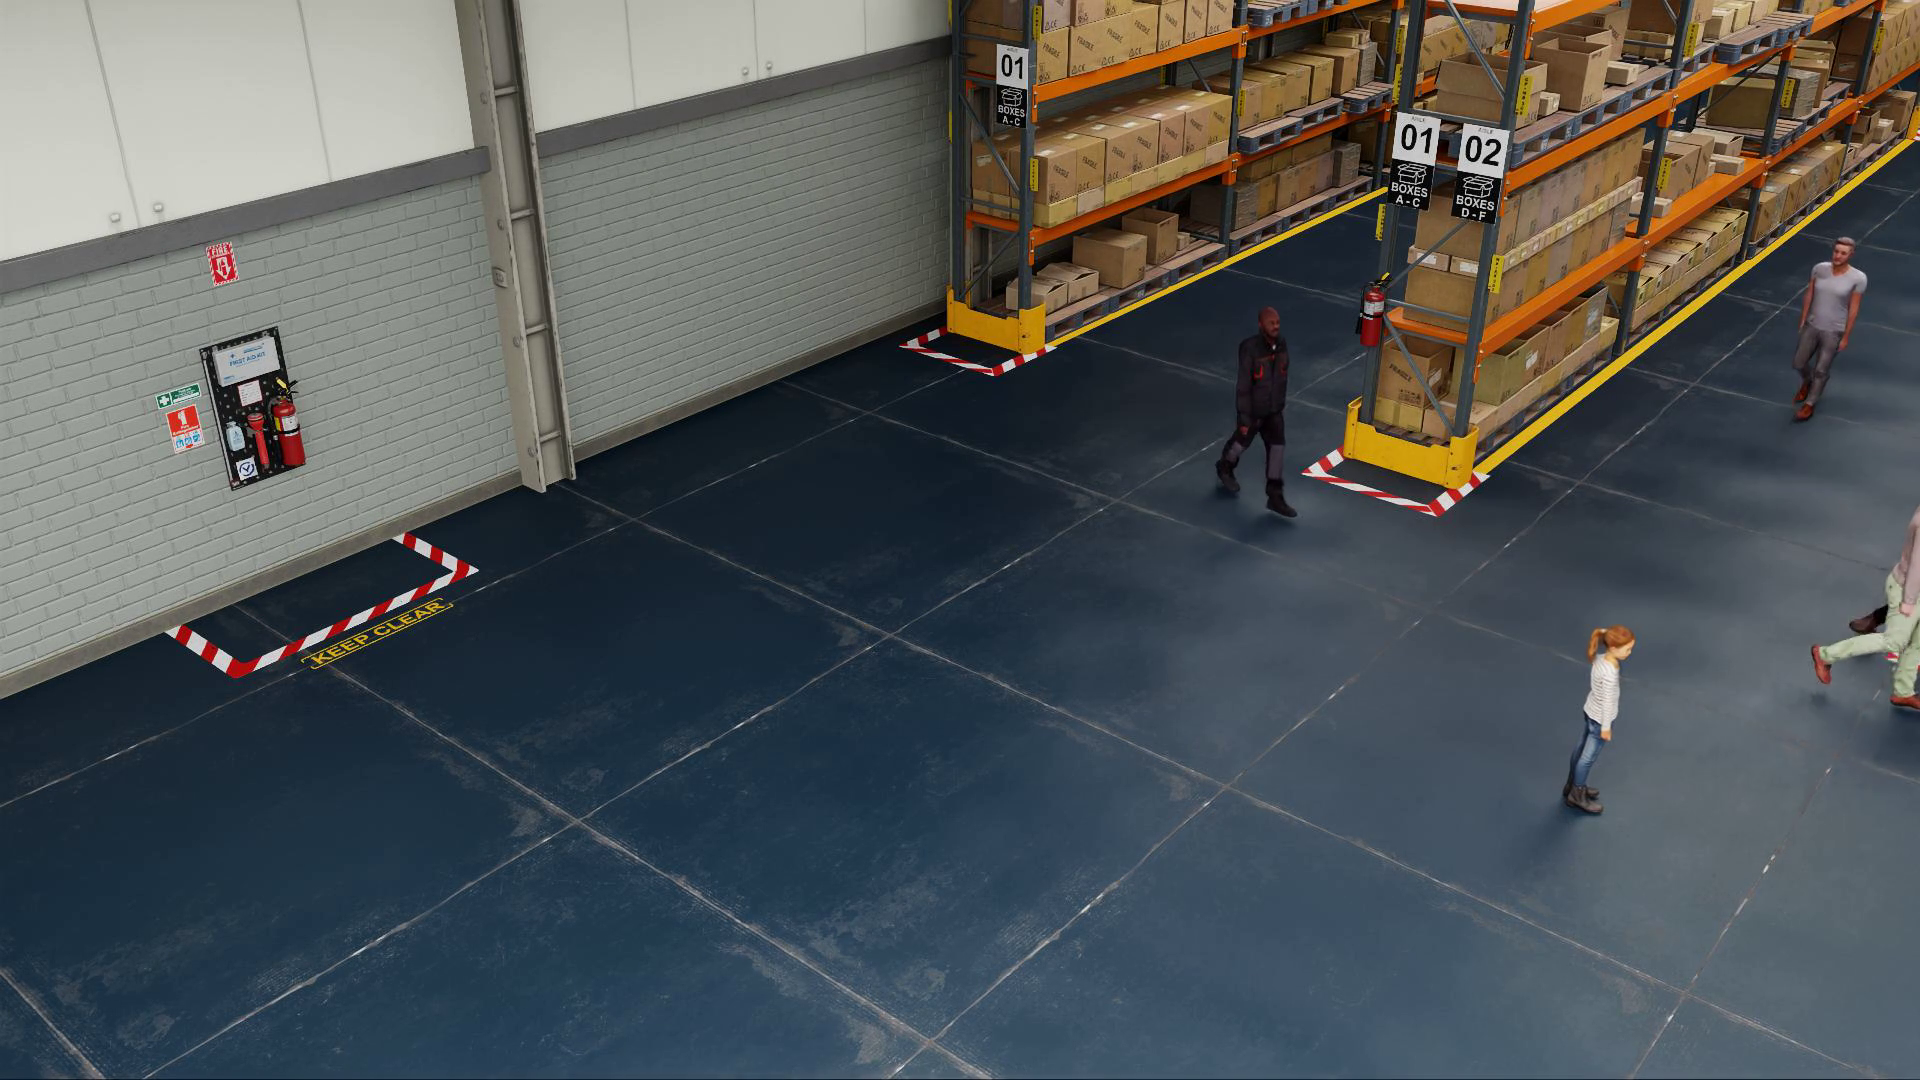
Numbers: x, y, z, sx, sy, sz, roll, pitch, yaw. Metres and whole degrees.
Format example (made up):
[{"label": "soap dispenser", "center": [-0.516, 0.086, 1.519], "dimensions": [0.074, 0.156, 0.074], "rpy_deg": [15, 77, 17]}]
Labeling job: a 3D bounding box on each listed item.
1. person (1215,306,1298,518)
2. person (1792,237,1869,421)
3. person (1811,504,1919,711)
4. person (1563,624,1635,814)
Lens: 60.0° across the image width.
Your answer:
[{"label": "person", "center": [2.527, -1.170, 14.366], "dimensions": [1.281, 1.789, 1.098], "rpy_deg": [-14, 31, -24]}, {"label": "person", "center": [8.371, -2.054, 15.994], "dimensions": [0.809, 1.819, 0.752], "rpy_deg": [-22, 35, -35]}, {"label": "person", "center": [6.482, 0.329, 11.496], "dimensions": [0.751, 1.842, 1.033], "rpy_deg": [20, 34, 32]}, {"label": "person", "center": [4.047, 1.119, 10.573], "dimensions": [0.612, 1.314, 0.531], "rpy_deg": [5, 28, 9]}]
